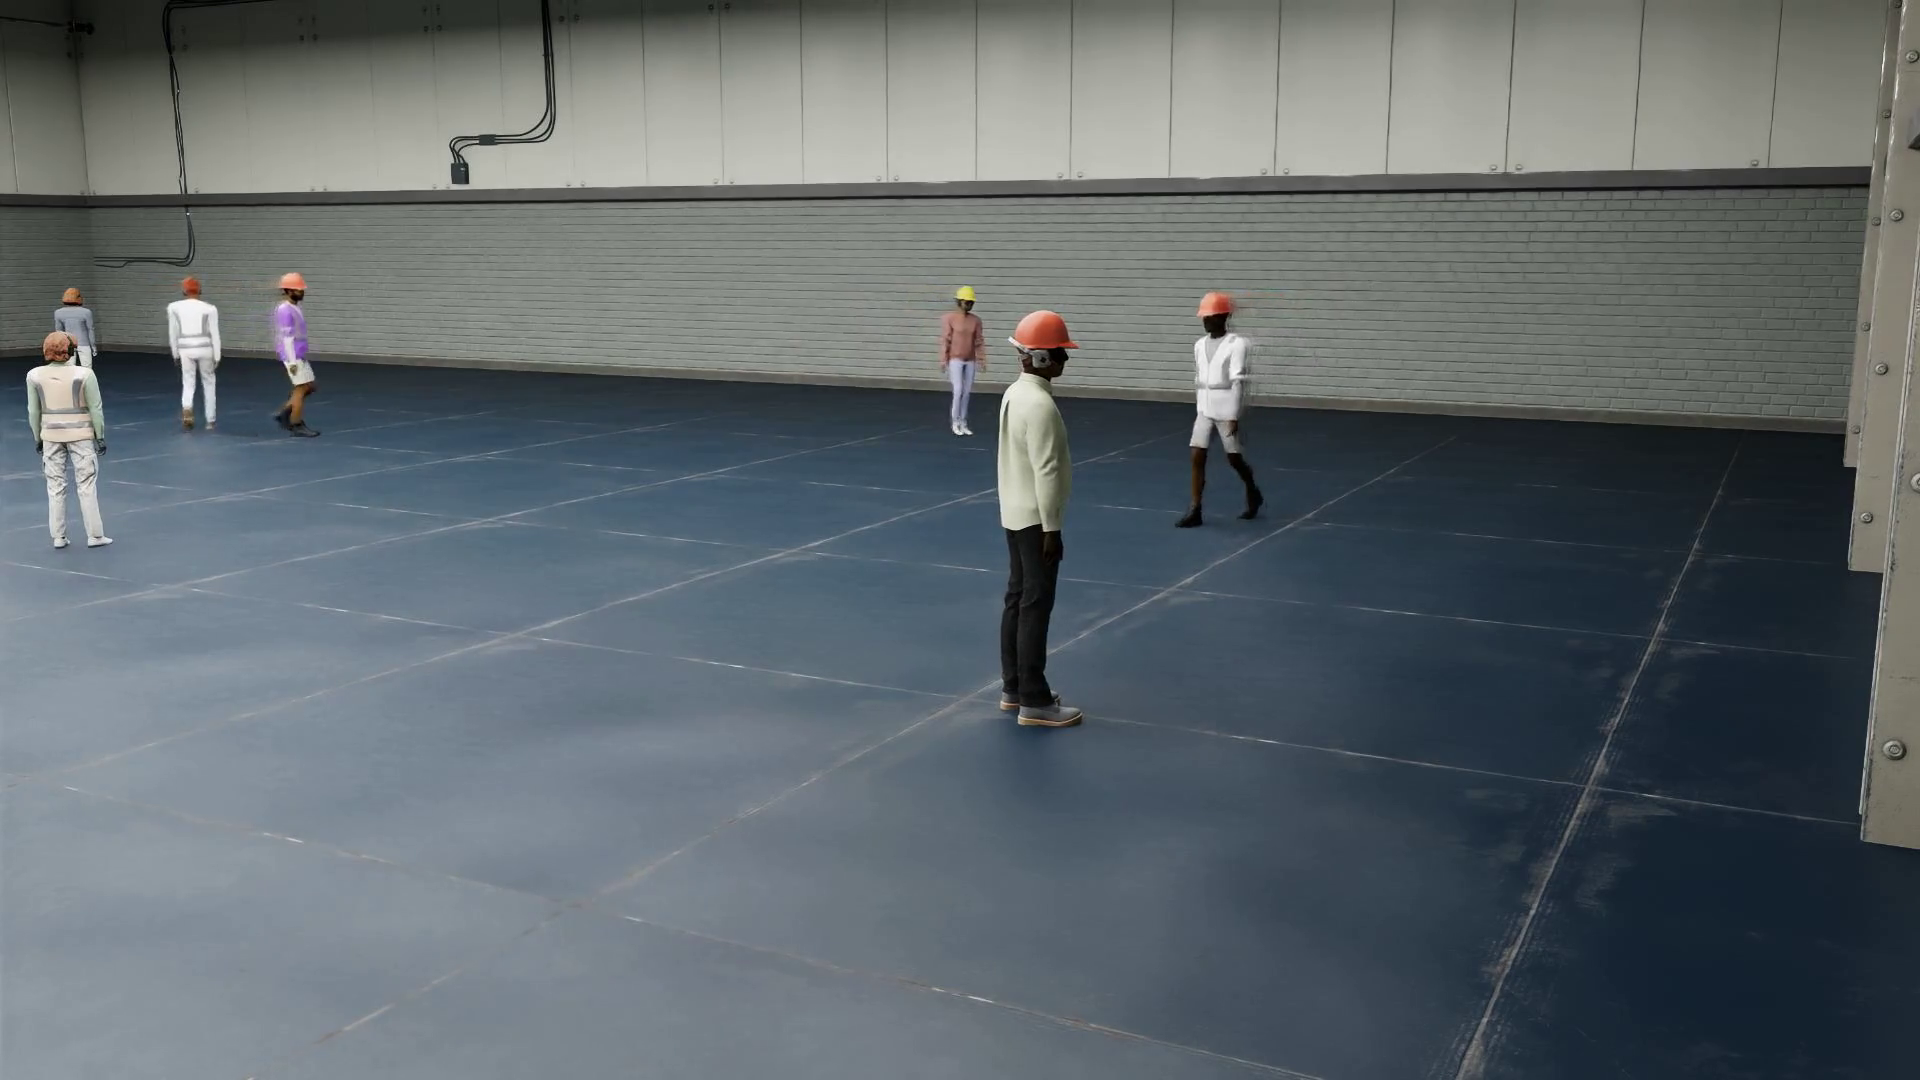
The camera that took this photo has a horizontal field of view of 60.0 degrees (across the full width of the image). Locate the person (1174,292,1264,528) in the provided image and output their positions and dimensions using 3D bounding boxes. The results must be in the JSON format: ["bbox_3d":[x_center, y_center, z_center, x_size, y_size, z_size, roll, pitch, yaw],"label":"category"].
[{"bbox_3d":[2.147,-1.064,13.538,0.911,1.909,0.553,-10,14,-42],"label":"person"}]

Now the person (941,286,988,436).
[{"bbox_3d":[0.084,-2.088,19.480,0.554,1.750,0.489,-7,12,-32],"label":"person"}]

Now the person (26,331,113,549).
[{"bbox_3d":[-6.697,-0.745,12.499,0.522,1.639,0.305,-1,10,-8],"label":"person"}]

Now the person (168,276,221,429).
[{"bbox_3d":[-9.200,-2.234,20.015,0.583,1.866,0.677,-3,11,-14],"label":"person"}]

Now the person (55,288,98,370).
[{"bbox_3d":[-12.125,-2.640,22.854,0.500,1.633,0.285,-2,11,-9],"label":"person"}]

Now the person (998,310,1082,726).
[{"bbox_3d":[0.376,-0.105,8.039,0.384,1.993,0.622,-3,11,-14],"label":"person"}]

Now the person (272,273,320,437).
[{"bbox_3d":[-7.755,-2.145,19.371,0.466,1.918,0.561,-1,10,-8],"label":"person"}]
